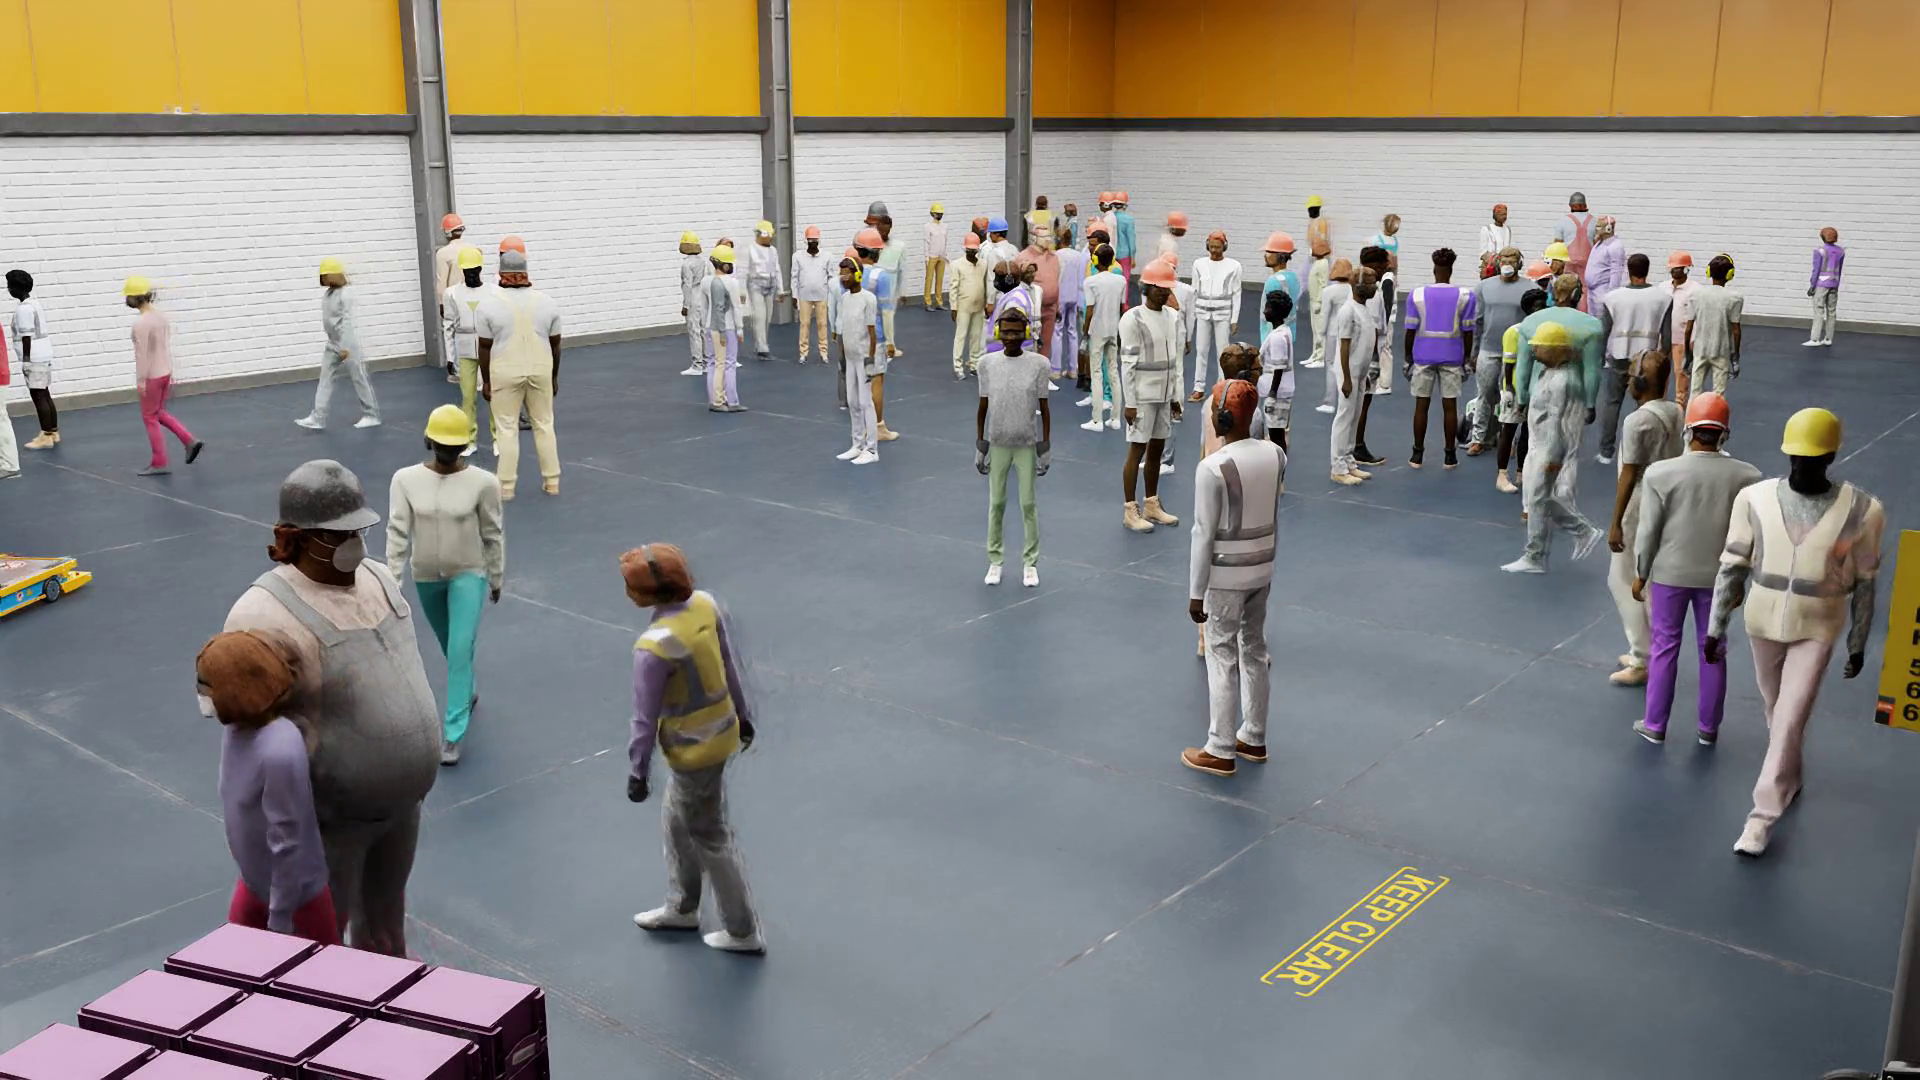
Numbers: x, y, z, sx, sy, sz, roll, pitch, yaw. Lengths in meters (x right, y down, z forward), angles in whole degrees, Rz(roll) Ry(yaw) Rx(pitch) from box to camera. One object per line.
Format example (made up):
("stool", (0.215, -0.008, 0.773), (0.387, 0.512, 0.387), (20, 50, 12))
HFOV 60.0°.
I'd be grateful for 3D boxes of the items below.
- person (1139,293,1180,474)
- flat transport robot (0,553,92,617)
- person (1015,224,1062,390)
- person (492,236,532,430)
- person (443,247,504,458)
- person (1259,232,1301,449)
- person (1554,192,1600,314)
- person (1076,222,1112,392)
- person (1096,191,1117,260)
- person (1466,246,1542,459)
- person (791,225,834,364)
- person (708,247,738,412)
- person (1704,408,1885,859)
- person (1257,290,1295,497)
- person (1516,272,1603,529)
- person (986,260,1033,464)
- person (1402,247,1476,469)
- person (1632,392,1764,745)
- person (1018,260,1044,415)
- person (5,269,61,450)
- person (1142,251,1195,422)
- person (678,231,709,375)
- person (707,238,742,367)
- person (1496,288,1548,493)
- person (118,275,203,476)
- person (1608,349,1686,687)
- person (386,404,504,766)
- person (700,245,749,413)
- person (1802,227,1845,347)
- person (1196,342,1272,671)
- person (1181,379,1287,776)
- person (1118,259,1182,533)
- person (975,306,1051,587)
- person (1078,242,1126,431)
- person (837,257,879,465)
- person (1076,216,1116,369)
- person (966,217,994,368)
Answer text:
("person", (1.756, -1.393, 14.568), (0.284, 1.633, 0.500), (-3, 14, -10))
("flat transport robot", (-6.168, 0.344, 10.387), (0.652, 0.197, 1.431), (1, 14, 6))
("person", (0.919, -2.638, 18.984), (0.639, 1.910, 0.407), (-12, 18, -39))
("person", (-4.471, -2.073, 16.686), (0.372, 1.928, 0.543), (-1, 14, -4))
("person", (-4.419, -1.715, 15.258), (0.595, 1.925, 0.372), (-2, 14, -7))
("person", (2.930, -1.833, 15.485), (0.362, 2.046, 0.614), (8, 16, 28))
("person", (9.247, -4.231, 25.079), (0.683, 2.000, 0.535), (0, 14, -1))
("person", (1.542, -2.667, 19.068), (0.386, 1.929, 0.545), (-3, 14, -11))
("person", (2.306, -4.449, 26.044), (0.378, 1.996, 0.610), (3, 14, 12))
("person", (4.971, -1.715, 15.235), (0.628, 1.940, 0.373), (6, 15, 22))
("person", (-1.878, -3.134, 21.271), (0.571, 1.755, 0.319), (-2, 14, -6))
("person", (-2.502, -2.231, 17.678), (0.341, 1.756, 0.533), (-1, 14, -5))
("person", (3.546, 0.354, 7.107), (0.603, 1.873, 1.017), (12, 18, 40))
("person", (2.590, -1.204, 13.684), (0.319, 1.696, 0.532), (3, 14, 12))
("person", (4.520, -1.053, 12.602), (0.627, 1.933, 0.375), (11, 18, 37))
("person", (0.445, -1.602, 15.005), (0.429, 1.837, 0.623), (1, 14, 4))
("person", (4.236, -1.606, 14.757), (0.608, 1.959, 0.399), (4, 15, 15))
("person", (3.591, 0.145, 8.177), (0.564, 1.751, 0.342), (2, 14, 9))
("person", (0.676, -2.105, 17.395), (0.315, 1.641, 0.514), (13, 19, 42))
("person", (-8.754, -1.708, 15.721), (0.320, 1.686, 0.539), (-5, 15, -18))
("person", (2.112, -2.072, 17.037), (0.572, 1.749, 0.328), (-1, 14, -6))
("person", (-3.276, -2.898, 20.355), (0.296, 1.745, 0.484), (4, 15, 16))
("person", (-2.951, -2.951, 20.805), (0.321, 1.627, 0.509), (10, 17, 35))
("person", (4.713, -1.241, 13.830), (0.531, 1.698, 0.320), (-8, 16, -28))
("person", (-6.974, -1.426, 14.460), (0.497, 1.750, 0.560), (-1, 14, -4))
("person", (3.755, -0.118, 9.077), (0.534, 1.832, 0.431), (-9, 17, -32))
("person", (-2.500, 0.168, 8.174), (0.526, 1.713, 0.944), (-1, 14, -2))
("person", (-2.517, -2.240, 17.680), (0.523, 1.769, 0.321), (8, 16, 30))
("person", (11.898, -3.477, 22.883), (0.515, 1.639, 0.314), (-5, 15, -18))
("person", (1.537, -0.185, 9.312), (0.345, 1.846, 0.508), (-7, 16, -27))
("person", (1.285, 0.178, 7.809), (0.569, 1.878, 0.351), (-11, 18, -38))
("person", (1.455, -1.085, 12.508), (0.376, 2.042, 0.608), (14, 19, 43))
("person", (0.350, -0.613, 10.994), (0.508, 1.862, 0.326), (2, 14, 9))
("person", (1.421, -2.019, 16.594), (0.535, 1.868, 0.309), (-8, 16, -29))
("person", (-0.929, -1.617, 15.023), (0.335, 1.856, 0.527), (-11, 18, -37))
("person", (1.651, -3.039, 20.591), (0.407, 1.908, 0.641), (-6, 15, -23))
("person", (0.271, -3.081, 20.808), (0.351, 1.881, 0.581), (-2, 14, -8))
